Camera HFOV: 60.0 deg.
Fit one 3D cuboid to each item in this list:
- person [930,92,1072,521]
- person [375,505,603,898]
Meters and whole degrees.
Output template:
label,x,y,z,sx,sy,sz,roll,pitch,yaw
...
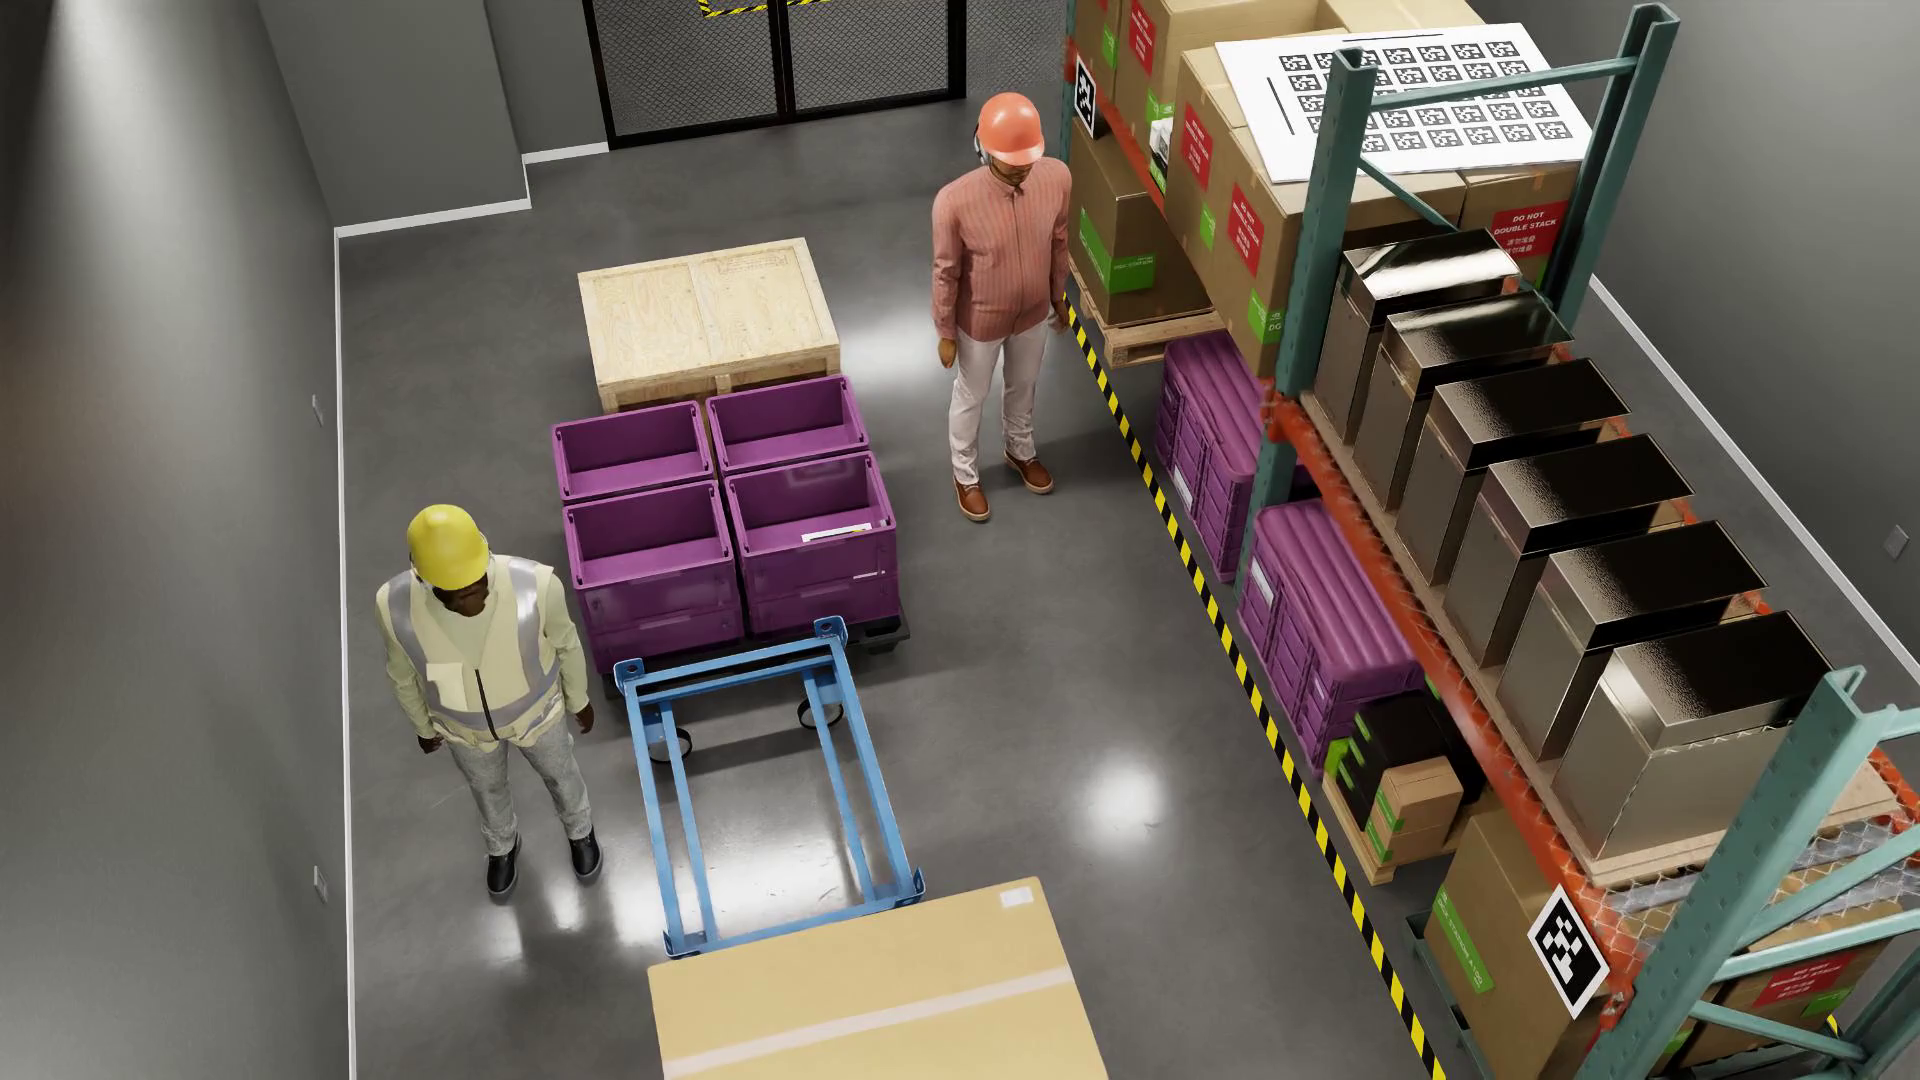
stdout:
label,x,y,z,sx,sy,sz,roll,pitch,yaw
person,0.175,-0.921,6.695,0.622,1.994,0.381,-23,51,-19
person,-1.511,0.549,5.449,0.601,1.835,0.404,-9,48,-8
